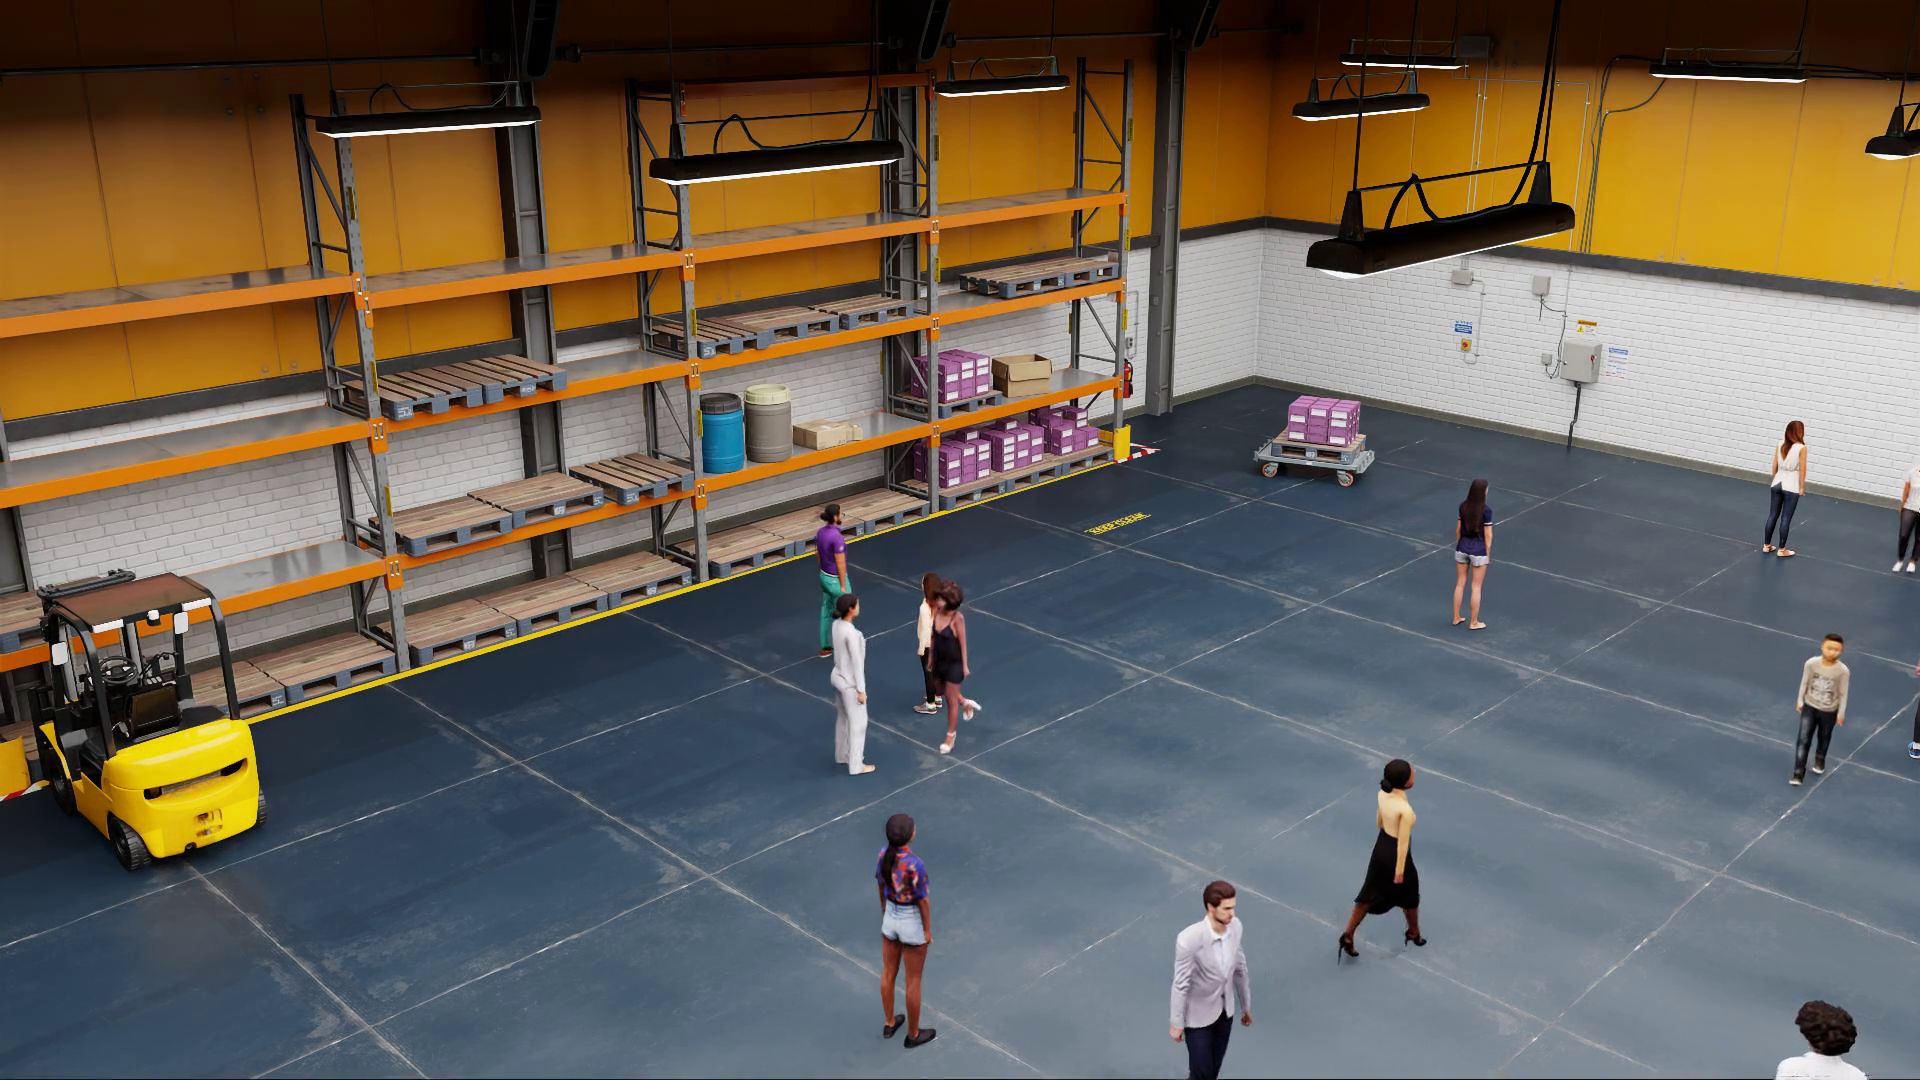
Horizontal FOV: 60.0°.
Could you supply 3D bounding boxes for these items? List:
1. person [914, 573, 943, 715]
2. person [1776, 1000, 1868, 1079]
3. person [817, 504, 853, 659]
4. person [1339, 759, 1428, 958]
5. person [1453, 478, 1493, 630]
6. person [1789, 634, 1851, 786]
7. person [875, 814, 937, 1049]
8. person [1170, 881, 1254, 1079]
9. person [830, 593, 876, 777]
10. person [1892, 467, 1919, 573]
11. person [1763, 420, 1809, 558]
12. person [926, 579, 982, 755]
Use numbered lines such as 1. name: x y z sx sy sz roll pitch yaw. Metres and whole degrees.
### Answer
1. person: -0.295 1.029 16.812 0.695 1.484 0.562 8 20 23
2. person: 4.721 3.424 9.210 0.810 1.797 0.854 8 20 21
3. person: -1.403 0.461 18.054 0.653 1.767 0.696 -13 23 -35
4. person: 3.151 2.429 12.454 1.083 1.612 0.832 -7 20 -21
5. person: 5.843 0.148 18.987 0.529 1.766 0.572 -16 24 -40
6. person: 7.980 1.541 15.382 0.713 1.426 1.058 11 22 30
7. person: -0.394 2.677 11.513 0.614 1.743 0.548 14 23 36
8. person: 1.519 2.952 10.546 0.619 1.839 0.819 -12 22 -31
9. person: -1.070 1.328 15.536 0.691 1.731 0.727 -8 20 -24
10. person: 12.003 -0.370 20.761 0.616 1.615 0.694 13 22 33
11. person: 10.620 -0.673 21.394 0.606 1.785 0.648 -11 21 -29
12. person: -0.056 1.175 15.936 0.907 1.765 0.554 -16 24 -40
